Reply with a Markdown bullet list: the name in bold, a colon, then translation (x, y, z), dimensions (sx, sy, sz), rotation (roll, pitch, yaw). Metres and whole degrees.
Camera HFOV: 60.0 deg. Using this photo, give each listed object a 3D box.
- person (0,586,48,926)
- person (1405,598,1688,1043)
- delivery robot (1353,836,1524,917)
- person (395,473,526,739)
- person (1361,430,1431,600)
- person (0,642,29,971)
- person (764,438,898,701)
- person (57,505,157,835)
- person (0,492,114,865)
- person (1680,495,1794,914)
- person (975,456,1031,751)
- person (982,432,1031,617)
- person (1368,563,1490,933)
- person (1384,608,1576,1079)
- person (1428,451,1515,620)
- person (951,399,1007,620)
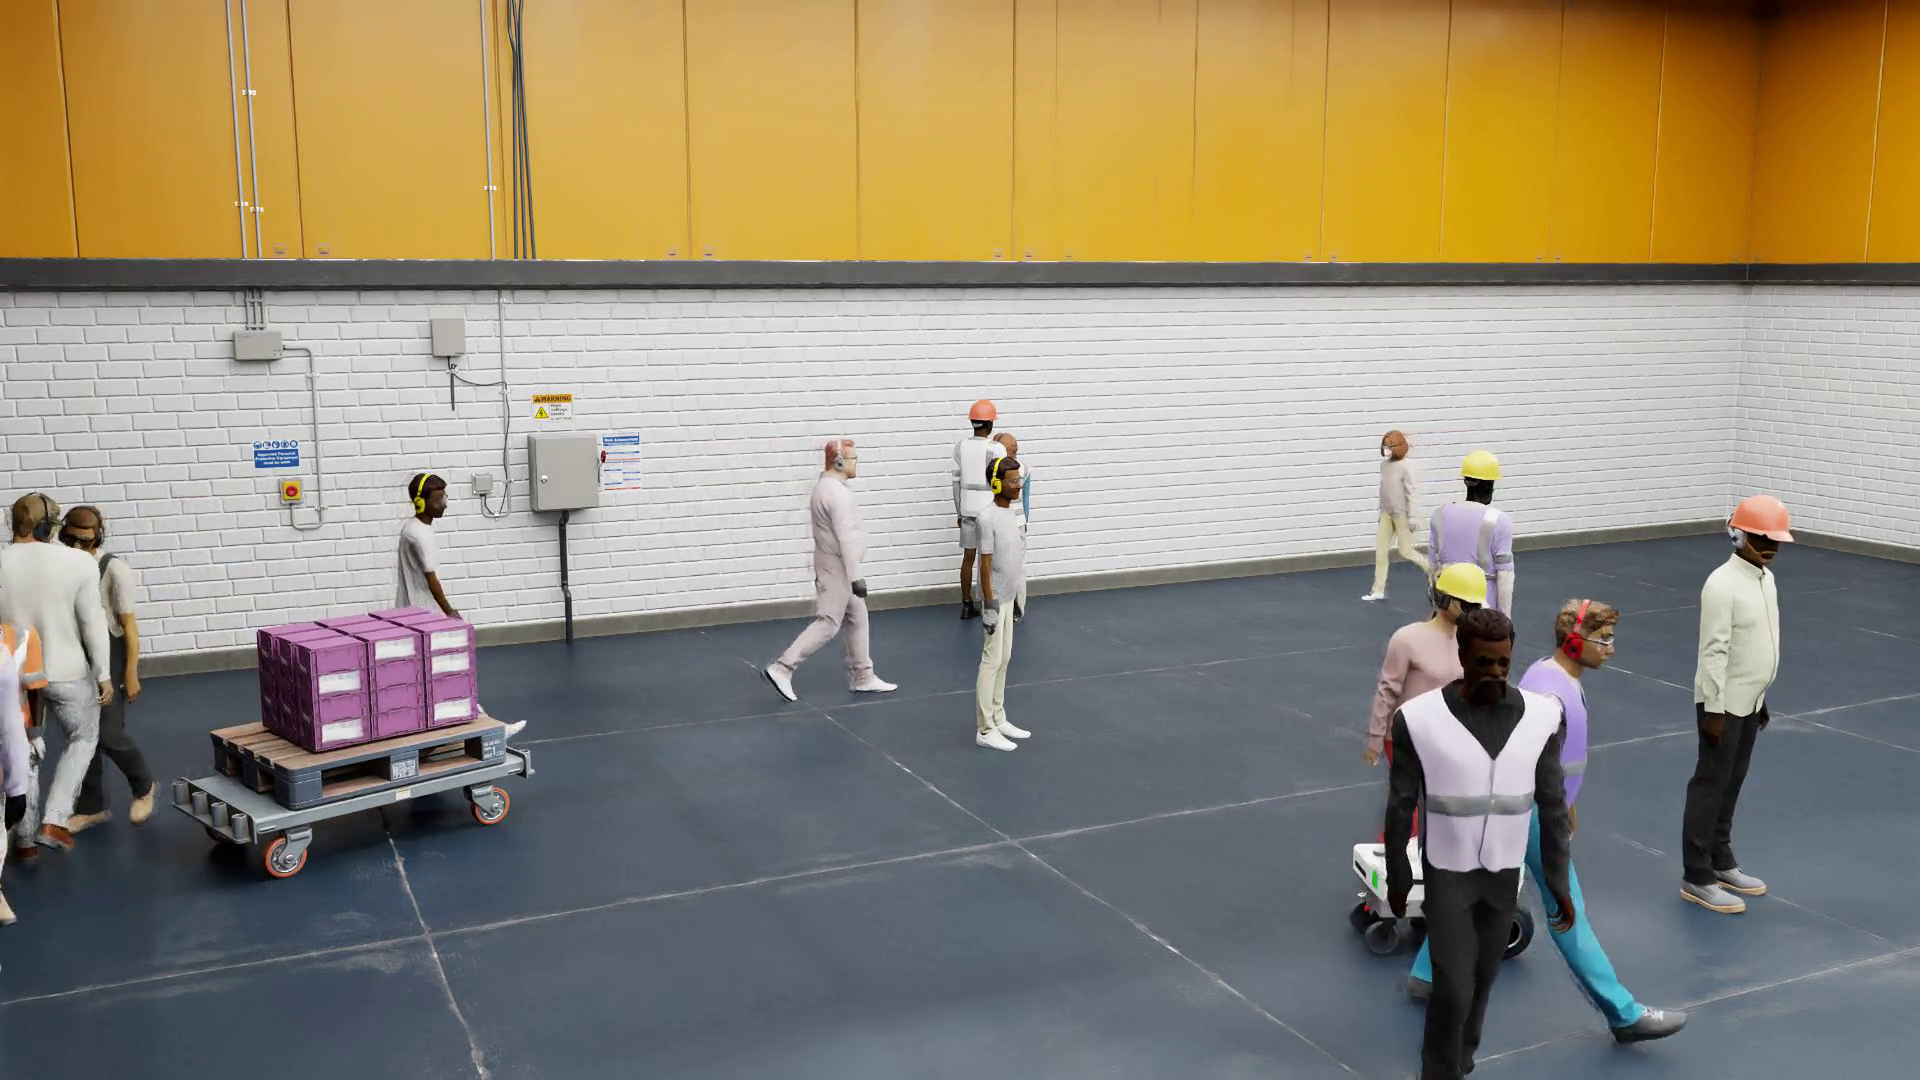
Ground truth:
- **person**: translation (-4.678, 0.935, 7.973), dimensions (0.518, 1.653, 0.858), rotation (-8, 12, -41)
- **person**: translation (2.327, 1.096, 6.631), dimensions (1.071, 1.771, 0.620), rotation (3, 10, 18)
- **delivery robot**: translation (2.150, 1.510, 7.508), dimensions (0.707, 0.478, 0.477), rotation (0, 9, -2)
- **person**: translation (-3.283, 0.481, 10.326), dimensions (1.043, 1.798, 0.507), rotation (-2, 9, -15)
- **person**: translation (4.104, -0.230, 15.362), dimensions (0.711, 1.602, 0.535), rotation (-3, 10, -21)
- **person**: translation (-4.185, 1.031, 6.854), dimensions (0.644, 1.821, 0.584), rotation (-4, 10, -24)
- **person**: translation (-0.932, 0.207, 11.820), dimensions (0.908, 1.876, 0.651), rotation (-1, 9, -8)
- **person**: translation (-4.700, 0.696, 8.949), dimensions (0.682, 1.821, 0.429), rotation (3, 10, 18)
- **person**: translation (-4.701, 0.717, 8.481), dimensions (0.709, 1.920, 0.398), rotation (-3, 10, -17)
- **person**: translation (3.735, 0.767, 7.974), dimensions (0.612, 1.987, 0.400), rotation (-9, 13, -44)
- **person**: translation (0.275, 0.394, 10.653), dimensions (0.329, 1.873, 0.514), rotation (3, 10, 20)
- **person**: translation (0.400, -0.120, 14.555), dimensions (0.515, 1.641, 0.309), rotation (-7, 11, -37)
- **person**: translation (2.193, 0.944, 7.704), dimensions (0.527, 1.710, 0.748), rotation (-5, 10, -28)
- **person**: translation (1.809, 1.179, 5.726), dimensions (0.596, 1.896, 0.688), rotation (-2, 9, -10)
- **person**: translation (3.213, 0.399, 10.448), dimensions (0.370, 1.927, 0.588), rotation (-8, 12, -40)
- **person**: translation (0.195, -0.253, 14.458), dimensions (0.545, 1.939, 0.354), rotation (5, 10, 29)
